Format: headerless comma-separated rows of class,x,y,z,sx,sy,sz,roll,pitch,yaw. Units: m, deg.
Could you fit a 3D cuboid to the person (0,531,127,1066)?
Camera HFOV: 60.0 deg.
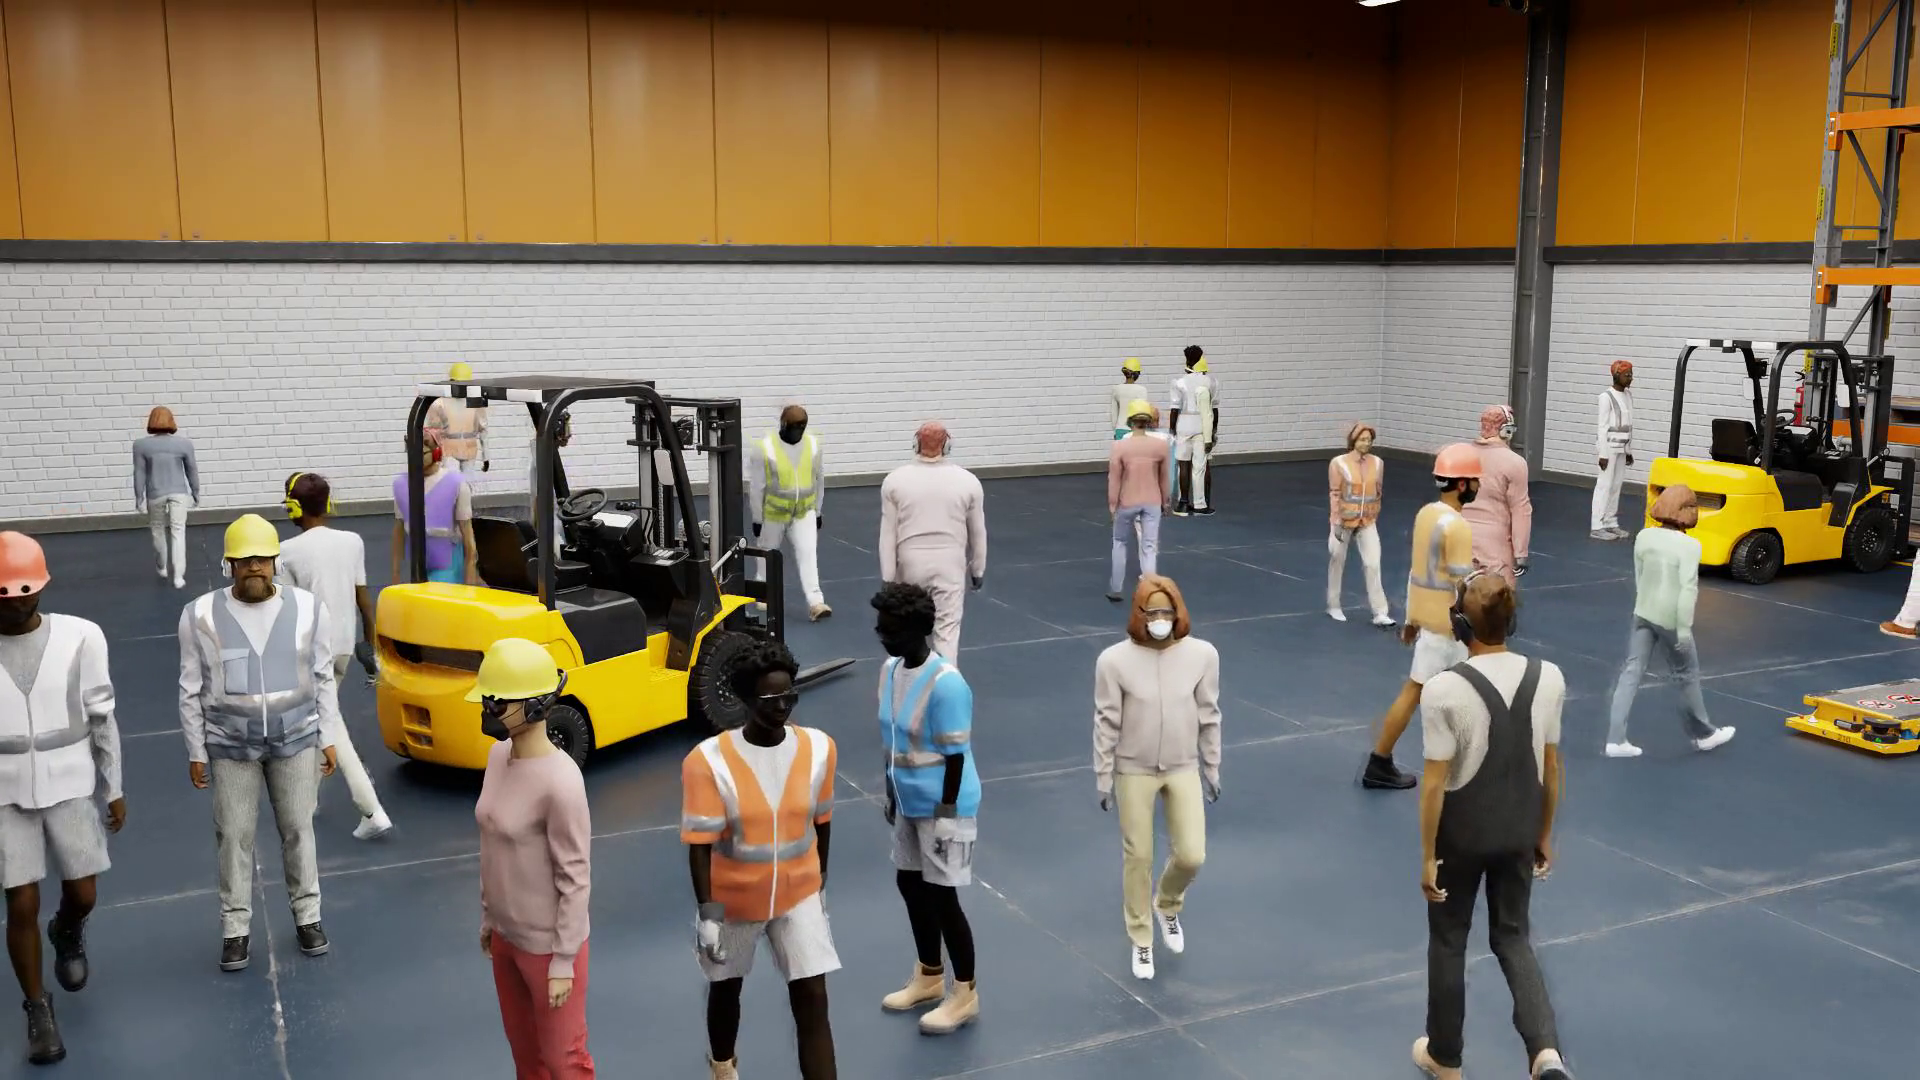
person,-3.325,0.886,5.985,0.575,1.910,0.656,-6,11,-31

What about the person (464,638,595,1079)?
person,-1.244,1.148,4.812,0.308,1.769,0.525,-8,12,-41

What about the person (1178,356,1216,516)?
person,2.714,-1.196,19.152,0.403,1.833,0.586,-6,11,-32

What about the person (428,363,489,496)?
person,-5.233,-0.913,17.279,0.632,1.883,0.894,-6,11,-33

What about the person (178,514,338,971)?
person,-2.822,0.804,6.729,0.591,1.837,0.403,-5,10,-27

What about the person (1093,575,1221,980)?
person,0.778,0.936,6.571,0.519,1.620,0.354,-1,9,-4

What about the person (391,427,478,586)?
person,-3.343,0.193,10.549,0.588,1.822,0.465,4,10,24

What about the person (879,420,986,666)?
person,-0.170,0.178,10.521,0.669,1.862,0.934,0,9,-1

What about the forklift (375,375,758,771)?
forklift,-2.268,0.149,9.685,1.214,2.155,2.313,6,11,32

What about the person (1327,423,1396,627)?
person,3.144,-0.105,13.083,0.513,1.602,0.821,-2,9,-15

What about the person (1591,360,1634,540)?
person,6.862,-0.944,17.443,0.576,1.881,0.345,-8,12,-42

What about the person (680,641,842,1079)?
person,-0.606,1.140,5.202,0.544,1.649,0.894,-4,10,-23

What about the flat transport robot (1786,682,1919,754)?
flat transport robot,5.783,1.046,10.072,1.431,0.197,0.652,-4,10,-25

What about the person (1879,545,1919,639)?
person,7.438,-0.159,12.353,0.609,1.955,1.008,-3,10,-17

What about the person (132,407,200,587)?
person,-7.118,-0.398,14.946,0.529,1.589,0.844,-4,10,-24

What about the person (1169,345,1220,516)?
person,2.674,-1.252,19.087,0.612,1.962,0.363,-2,9,-12

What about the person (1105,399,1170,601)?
person,1.475,-0.304,13.889,0.541,1.741,0.741,-1,9,-5

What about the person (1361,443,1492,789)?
person,2.650,0.425,8.912,1.011,1.882,0.567,0,9,-1

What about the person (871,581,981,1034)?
person,-0.140,0.977,6.138,0.371,1.681,0.551,-5,11,-29

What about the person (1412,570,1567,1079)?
person,1.763,1.010,5.486,0.524,1.828,0.680,-1,9,-8

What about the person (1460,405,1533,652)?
person,3.611,0.033,11.300,0.404,1.904,0.651,-6,11,-33

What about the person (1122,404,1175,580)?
person,1.686,-0.448,15.260,0.516,1.590,0.871,-2,9,-10

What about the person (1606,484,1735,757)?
person,4.099,0.463,9.583,0.843,1.581,0.522,-3,10,-21

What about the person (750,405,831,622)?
person,-1.390,-0.223,13.444,0.640,1.740,1.113,-4,10,-24

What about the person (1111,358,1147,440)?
person,2.062,-1.315,20.095,0.522,1.768,0.312,7,11,37

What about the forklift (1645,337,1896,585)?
forklift,7.551,-0.789,15.507,2.313,2.155,1.214,-4,10,-25

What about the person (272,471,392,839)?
person,-3.171,0.567,8.284,0.986,1.828,0.531,6,11,33

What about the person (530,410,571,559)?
person,-3.047,-0.048,12.063,0.904,1.836,0.521,-2,9,-12
